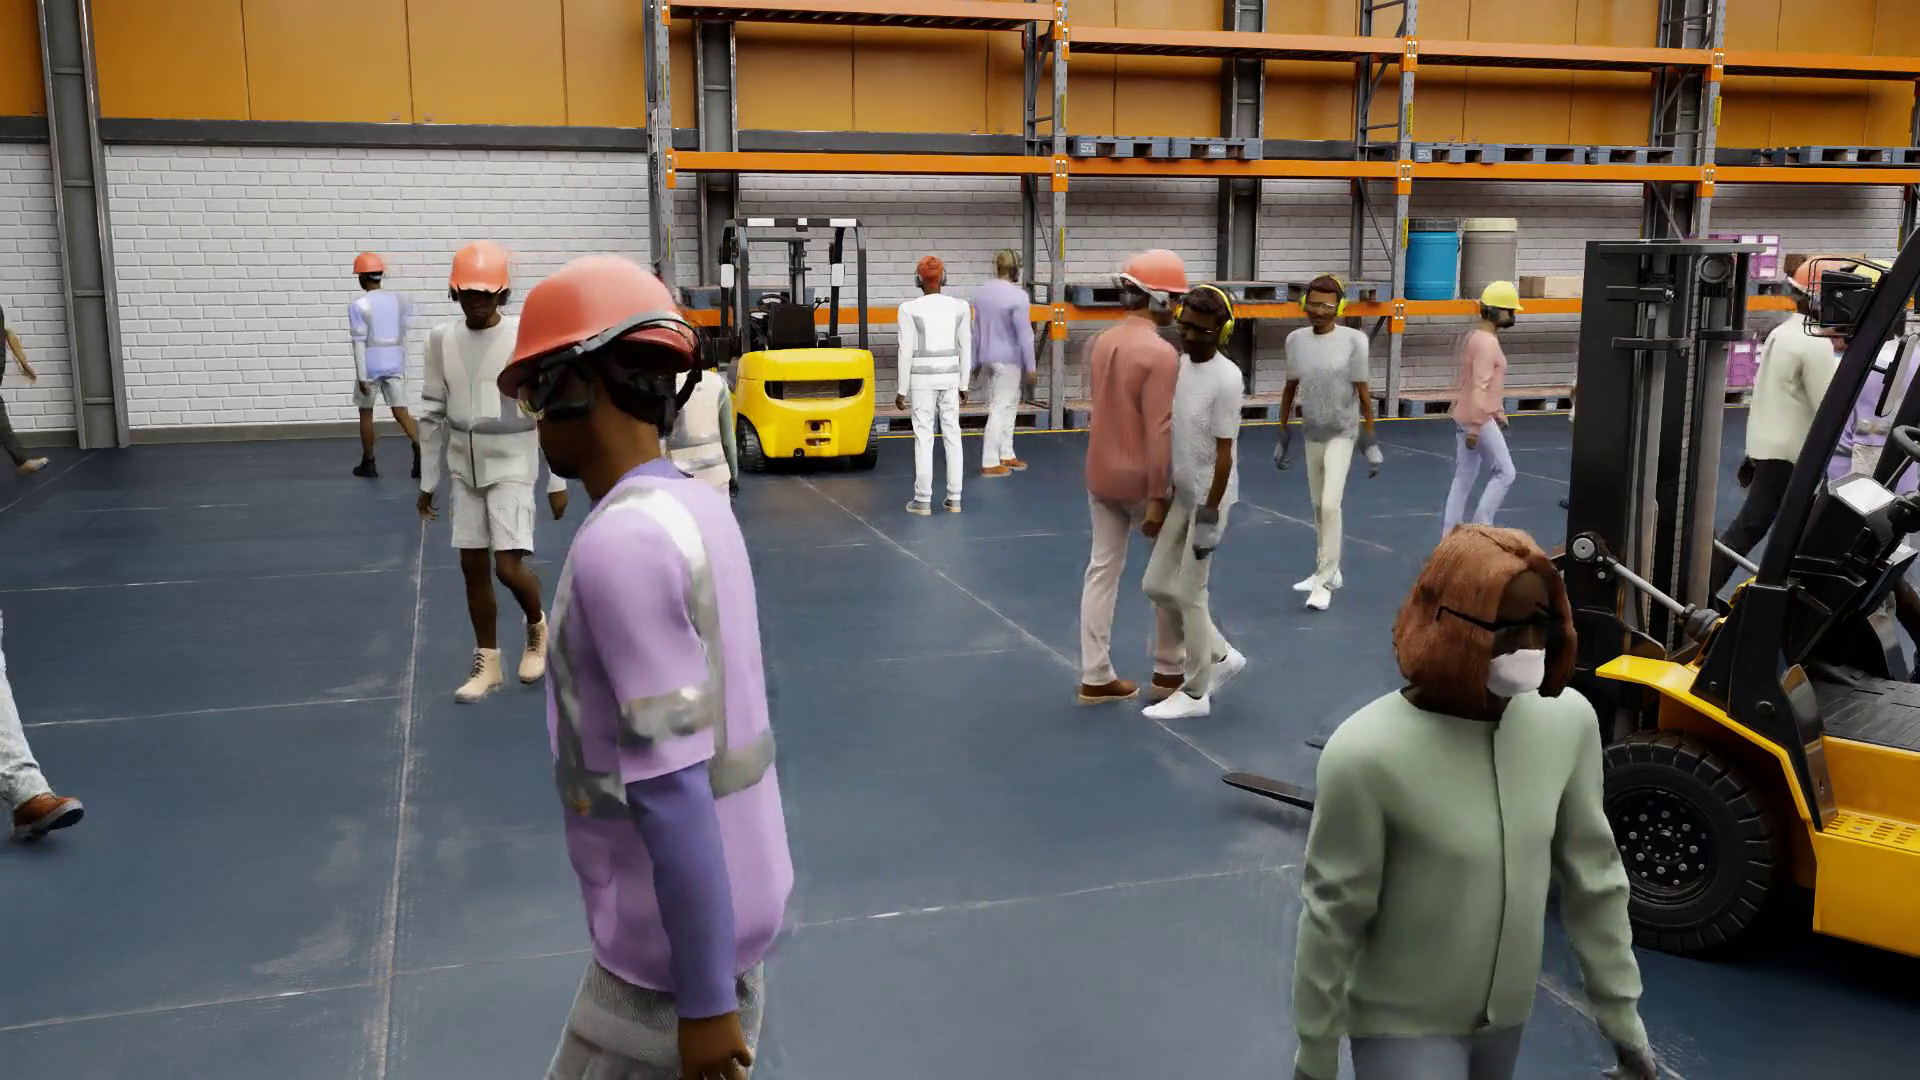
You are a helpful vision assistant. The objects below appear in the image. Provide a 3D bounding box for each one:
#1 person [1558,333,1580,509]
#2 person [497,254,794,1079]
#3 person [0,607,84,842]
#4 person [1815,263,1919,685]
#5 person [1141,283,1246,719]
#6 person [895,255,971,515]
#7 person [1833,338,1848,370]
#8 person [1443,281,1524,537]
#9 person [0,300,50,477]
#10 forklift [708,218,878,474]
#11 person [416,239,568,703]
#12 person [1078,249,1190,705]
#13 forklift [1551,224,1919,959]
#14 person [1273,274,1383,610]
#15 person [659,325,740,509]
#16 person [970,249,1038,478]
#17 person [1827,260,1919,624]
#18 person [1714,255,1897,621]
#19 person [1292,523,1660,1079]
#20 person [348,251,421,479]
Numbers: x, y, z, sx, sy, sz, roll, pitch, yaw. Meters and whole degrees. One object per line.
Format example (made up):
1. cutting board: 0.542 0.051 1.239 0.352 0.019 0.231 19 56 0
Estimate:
1. person: 4.801 -1.180 12.365 0.615 1.925 0.570 -3 11 -15
2. person: -0.443 0.568 2.590 0.578 1.992 0.620 1 10 3
3. person: -3.432 0.094 5.506 1.036 1.881 0.648 5 11 24
4. person: 3.968 -0.256 7.334 0.991 1.925 0.625 5 11 25
5. person: 0.979 -0.136 6.857 0.413 1.839 0.570 -3 11 -14
6. person: -0.195 -1.125 12.162 0.574 1.887 0.355 -4 11 -23
7. person: 4.865 -0.457 9.251 0.563 1.622 0.521 -6 12 -31
8. person: 3.297 -0.735 10.401 0.527 1.746 0.539 2 10 8
9. person: -8.066 -1.415 13.966 0.960 1.797 0.518 2 10 9
10. forklift: -1.522 -1.778 14.899 1.214 2.155 2.313 -3 11 -17
11. person: -2.020 -0.281 7.185 0.653 2.013 0.526 3 11 15
12. person: 0.832 -0.255 7.194 0.758 1.960 0.623 -6 12 -32
13. forklift: 2.909 0.117 4.508 2.313 2.155 1.214 9 14 40
14. person: 1.996 -0.540 9.142 0.652 1.815 0.870 9 14 41
15. person: -1.295 -0.263 8.151 0.447 1.614 0.626 9 14 41
16. person: 0.440 -1.482 14.031 0.721 1.912 0.660 -7 13 -35
17. person: 3.683 -0.166 6.791 0.370 1.929 0.585 9 13 39
18. person: 4.122 -0.432 8.236 1.074 1.933 0.604 3 11 13
19. person: 0.801 0.778 2.506 0.519 1.606 0.718 -5 12 -27
20. person: -4.790 -1.442 13.838 0.862 1.912 0.546 9 14 41
